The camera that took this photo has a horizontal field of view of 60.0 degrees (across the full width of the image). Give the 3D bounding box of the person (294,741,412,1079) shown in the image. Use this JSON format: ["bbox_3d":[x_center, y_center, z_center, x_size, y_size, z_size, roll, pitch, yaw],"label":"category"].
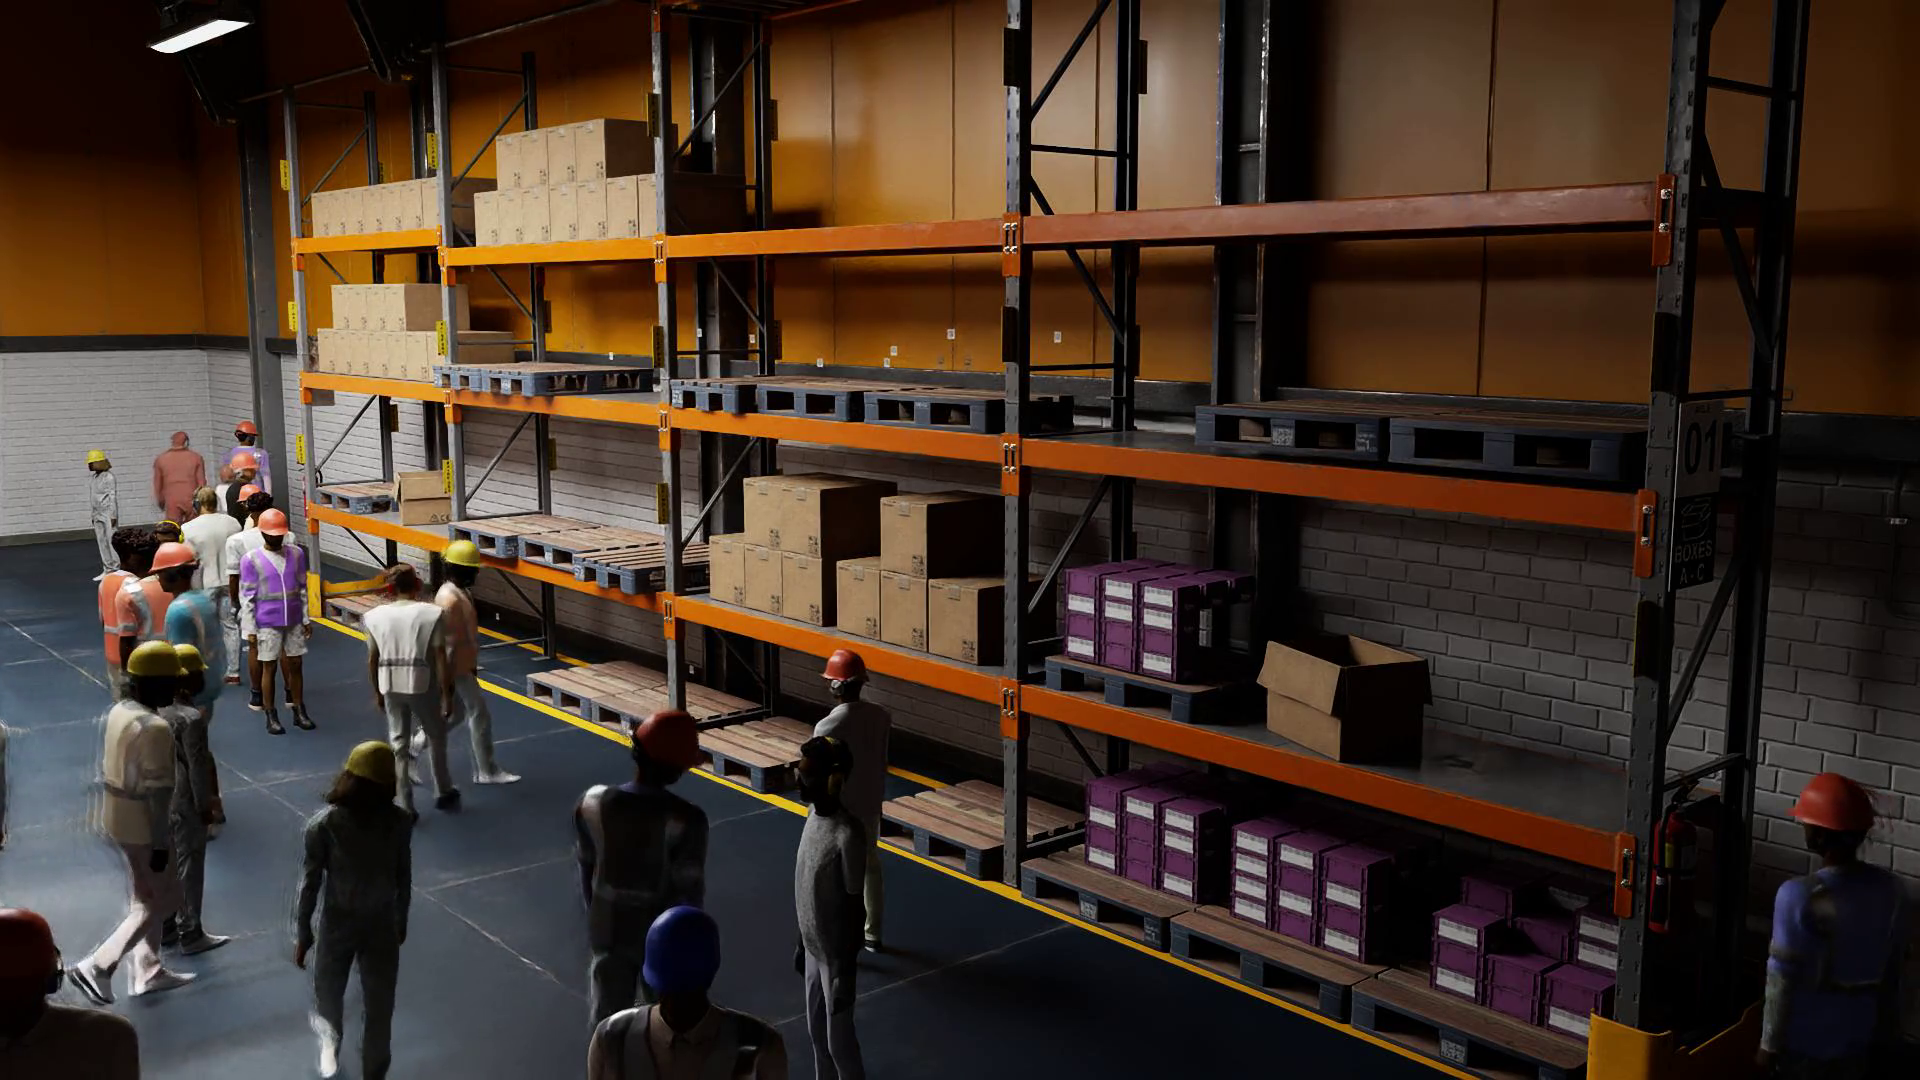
[{"bbox_3d":[-2.754,1.721,7.555,0.533,1.701,0.843,-5,10,-32],"label":"person"}]

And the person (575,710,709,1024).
[{"bbox_3d":[-1.318,1.671,7.013,0.600,1.965,0.942,0,8,3],"label":"person"}]

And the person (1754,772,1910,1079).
[{"bbox_3d":[3.245,1.817,6.158,0.544,1.922,0.653,-3,9,-18],"label":"person"}]

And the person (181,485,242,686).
[{"bbox_3d":[-7.007,0.451,15.567,0.372,1.940,0.632,5,9,30],"label":"person"}]

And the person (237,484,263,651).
[{"bbox_3d":[-7.366,0.282,17.426,0.348,1.740,0.574,-1,8,-6],"label":"person"}]

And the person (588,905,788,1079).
[{"bbox_3d":[-0.794,1.991,4.825,0.601,1.949,0.384,0,8,1],"label":"person"}]

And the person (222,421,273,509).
[{"bbox_3d":[-9.569,-0.581,22.397,0.614,2.035,0.395,-1,8,-5],"label":"person"}]

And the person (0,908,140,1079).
[{"bbox_3d":[-2.625,1.990,4.717,0.620,1.986,0.409,-4,9,-24],"label":"person"}]

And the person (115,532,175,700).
[{"bbox_3d":[-5.936,0.916,12.287,0.385,1.957,0.603,4,9,25],"label":"person"}]

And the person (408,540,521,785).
[{"bbox_3d":[-3.809,0.925,12.455,0.853,1.886,0.584,-2,8,-13],"label":"person"}]

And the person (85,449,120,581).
[{"bbox_3d":[-11.136,-0.314,21.602,0.490,1.733,0.318,4,9,29],"label":"person"}]

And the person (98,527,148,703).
[{"bbox_3d":[-6.207,0.878,12.495,0.607,1.966,0.373,6,10,38],"label":"person"}]

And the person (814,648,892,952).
[{"bbox_3d":[-0.617,1.462,9.178,0.324,1.752,0.560,6,10,37],"label":"person"}]

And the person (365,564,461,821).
[{"bbox_3d":[-3.848,1.060,11.793,0.600,1.802,0.847,0,8,0],"label":"person"}]

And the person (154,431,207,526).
[{"bbox_3d":[-10.655,-0.563,22.830,0.669,1.862,0.930,-2,9,-16],"label":"person"}]

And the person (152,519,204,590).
[{"bbox_3d":[-6.481,0.755,13.711,0.509,1.865,0.329,-1,8,-10],"label":"person"}]

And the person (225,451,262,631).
[{"bbox_3d":[-7.899,0.010,18.447,0.395,1.994,0.618,0,8,0],"label":"person"}]

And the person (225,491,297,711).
[{"bbox_3d":[-6.204,0.543,14.848,0.608,1.959,0.380,-3,9,-23],"label":"person"}]

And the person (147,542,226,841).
[{"bbox_3d":[-5.238,1.023,11.277,0.444,2.024,0.686,-1,8,-9],"label":"person"}]

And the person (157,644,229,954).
[{"bbox_3d":[-4.375,1.444,9.387,0.483,1.733,0.353,7,10,39],"label":"person"}]

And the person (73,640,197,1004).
[{"bbox_3d":[-4.262,1.473,8.593,0.596,1.906,0.618,8,11,42],"label":"person"}]

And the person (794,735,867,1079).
[{"bbox_3d":[-0.564,1.725,6.931,0.328,1.876,0.513,-4,9,-28],"label":"person"}]

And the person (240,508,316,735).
[{"bbox_3d":[-5.741,0.682,14.026,0.391,1.923,0.551,8,11,43],"label":"person"}]
